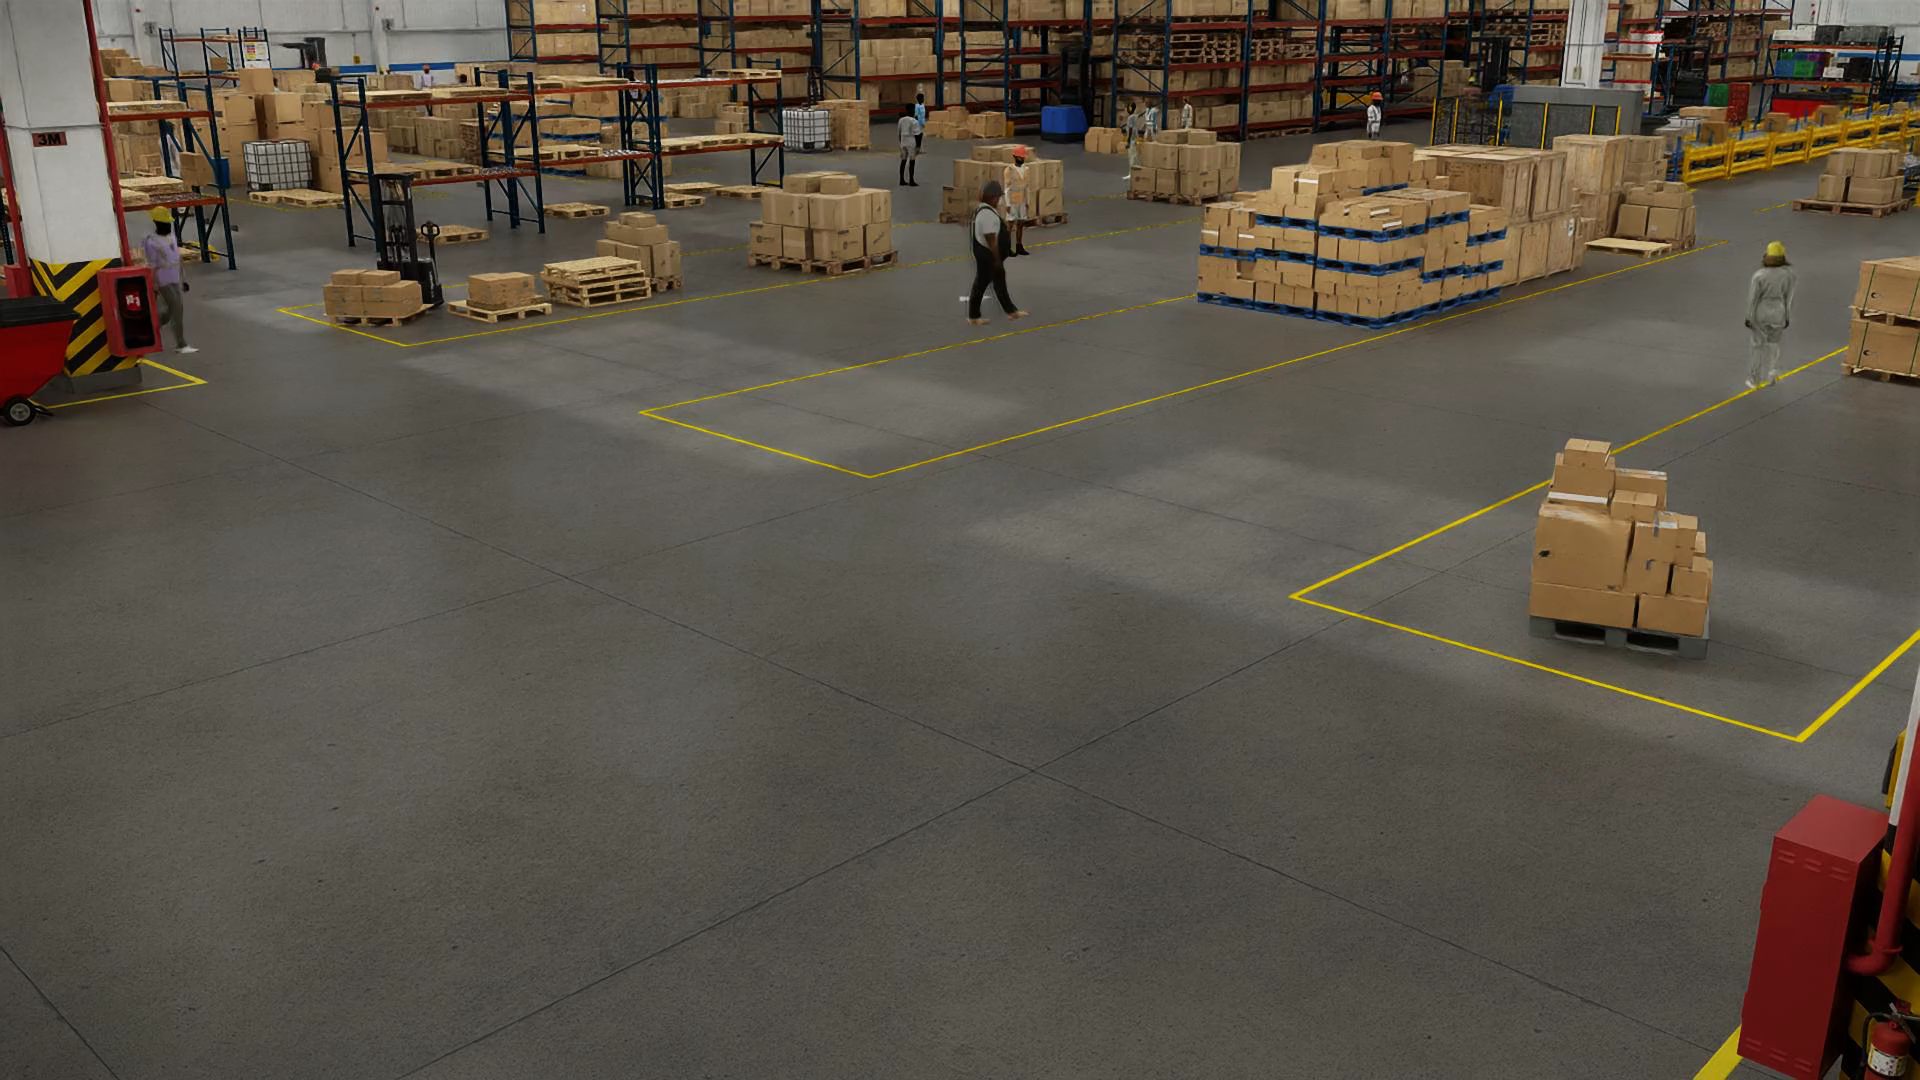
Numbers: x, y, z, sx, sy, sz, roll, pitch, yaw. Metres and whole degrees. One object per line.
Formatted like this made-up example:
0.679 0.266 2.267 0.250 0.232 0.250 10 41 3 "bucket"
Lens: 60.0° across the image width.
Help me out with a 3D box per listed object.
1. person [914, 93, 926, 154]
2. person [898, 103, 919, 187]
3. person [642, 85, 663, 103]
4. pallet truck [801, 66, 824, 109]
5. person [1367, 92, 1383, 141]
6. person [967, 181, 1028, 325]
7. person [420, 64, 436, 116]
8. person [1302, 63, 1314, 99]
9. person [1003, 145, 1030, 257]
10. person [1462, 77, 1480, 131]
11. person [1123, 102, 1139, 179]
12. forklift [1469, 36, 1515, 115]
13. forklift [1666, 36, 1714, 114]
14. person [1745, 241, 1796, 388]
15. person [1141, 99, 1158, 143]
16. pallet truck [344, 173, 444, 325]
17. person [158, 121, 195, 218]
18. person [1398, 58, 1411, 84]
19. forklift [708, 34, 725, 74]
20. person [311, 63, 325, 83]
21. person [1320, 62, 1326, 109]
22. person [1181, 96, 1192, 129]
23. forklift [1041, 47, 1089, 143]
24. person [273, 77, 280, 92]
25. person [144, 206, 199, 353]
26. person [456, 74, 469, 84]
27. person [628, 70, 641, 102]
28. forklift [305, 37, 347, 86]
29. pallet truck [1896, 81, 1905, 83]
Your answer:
-1.153 -11.845 47.332 0.321 1.689 0.530 7 20 20 "person"
-1.202 -9.368 39.459 0.606 1.957 0.383 15 23 37 "person"
-9.037 -12.545 49.076 0.649 1.922 0.551 -8 20 -22 "person"
-4.812 -15.182 56.903 0.823 1.965 1.885 -9 21 -26 "pallet truck"
10.883 -10.771 43.708 0.357 1.938 0.543 13 22 34 "person"
0.545 -4.006 23.162 0.979 2.000 0.698 -1 18 -2 "person"
-19.168 -16.170 59.994 0.567 1.925 0.601 -7 20 -20 "person"
14.089 -18.619 67.422 0.663 1.888 0.658 7 20 21 "person"
1.014 -5.941 29.180 0.540 1.929 0.391 -15 24 -38 "person"
16.838 -14.377 54.872 0.528 1.754 0.504 3 19 9 "person"
4.226 -9.854 41.049 0.333 1.872 0.515 9 20 25 "person"
19.973 -17.201 61.605 1.873 2.768 1.129 16 24 40 "forklift"
27.341 -17.291 61.877 1.129 2.768 1.873 17 25 41 "forklift"
9.455 -2.620 19.459 0.503 1.730 0.403 3 19 8 "person"
5.328 -11.417 46.167 0.504 1.599 0.538 -7 20 -20 "person"
-8.209 -4.181 23.757 0.823 1.965 1.885 3 19 9 "pallet truck"
-16.153 -7.611 34.185 0.628 1.940 0.373 12 22 32 "person"
20.974 -22.216 78.427 0.967 1.801 0.636 -16 24 -39 "person"
-9.459 -18.492 65.495 1.129 2.768 1.873 17 25 41 "forklift"
-23.199 -16.299 60.366 1.016 1.949 0.618 -8 20 -22 "person"
13.389 -16.901 62.008 0.387 2.045 0.605 -5 19 -14 "person"
6.411 -11.734 47.074 0.313 1.639 0.517 8 20 22 "person"
3.460 -13.673 50.976 1.129 2.768 1.873 17 25 41 "forklift"
-20.954 -13.185 50.976 0.633 1.938 0.356 17 25 42 "person"
-10.278 -3.351 21.404 0.691 1.902 0.593 1 18 4 "person"
-16.371 -14.562 55.317 0.833 1.811 0.661 8 20 23 "person"
-11.047 -14.862 56.083 0.591 1.911 0.389 -8 20 -23 "person"
-23.463 -16.984 60.951 1.129 2.768 1.873 17 25 41 "forklift"
34.802 -16.331 61.455 0.653 1.274 1.630 17 25 41 "pallet truck"
